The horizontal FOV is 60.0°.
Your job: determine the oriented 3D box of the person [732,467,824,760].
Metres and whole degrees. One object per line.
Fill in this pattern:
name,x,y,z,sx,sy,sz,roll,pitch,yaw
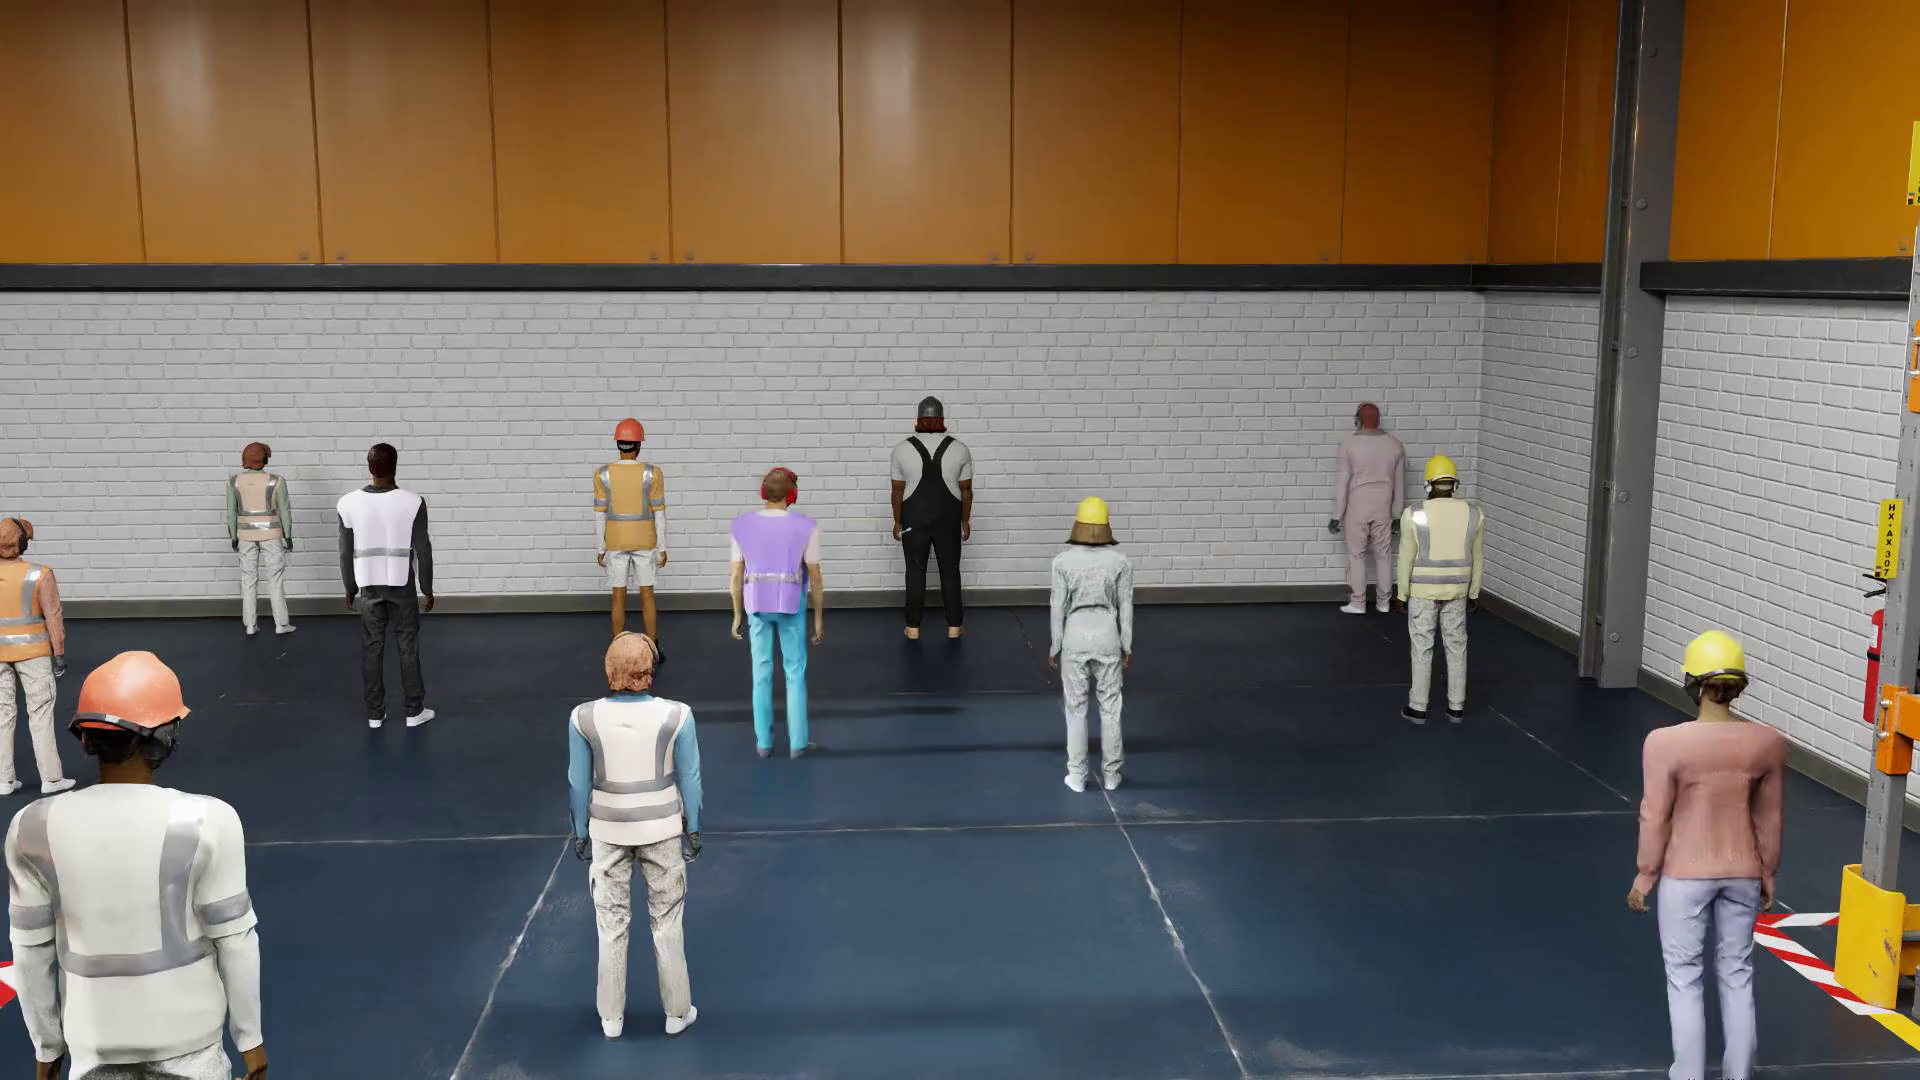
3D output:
person,-1.149,0.471,10.448,0.599,1.830,0.394,1,9,5

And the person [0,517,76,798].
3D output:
person,-5.470,0.685,9.673,0.522,1.638,0.310,-1,9,-4

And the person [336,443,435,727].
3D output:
person,-3.839,0.310,11.159,0.596,1.914,0.373,-1,9,-4

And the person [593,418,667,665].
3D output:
person,-2.544,0.024,12.892,0.551,1.934,0.373,-1,9,-4

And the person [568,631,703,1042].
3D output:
person,-1.281,1.176,6.597,0.522,1.636,0.310,-1,9,-4

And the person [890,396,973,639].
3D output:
person,-0.243,-0.196,13.944,0.688,2.000,0.536,-1,9,-4

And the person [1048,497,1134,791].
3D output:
person,0.774,0.617,9.831,0.494,1.730,0.407,0,9,-1

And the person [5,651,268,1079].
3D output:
person,-2.190,1.307,4.503,0.614,2.040,0.390,-1,9,-4

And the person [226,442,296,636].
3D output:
person,-5.882,-0.004,13.997,0.522,1.638,0.310,-1,9,-4

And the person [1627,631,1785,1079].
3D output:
person,2.711,1.211,6.050,0.538,1.754,0.405,-1,9,-5

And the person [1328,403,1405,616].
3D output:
person,3.642,-0.272,14.912,0.687,1.896,0.414,-2,9,-13

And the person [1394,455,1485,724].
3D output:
person,3.233,0.337,11.263,0.600,1.827,0.404,-1,9,-4
